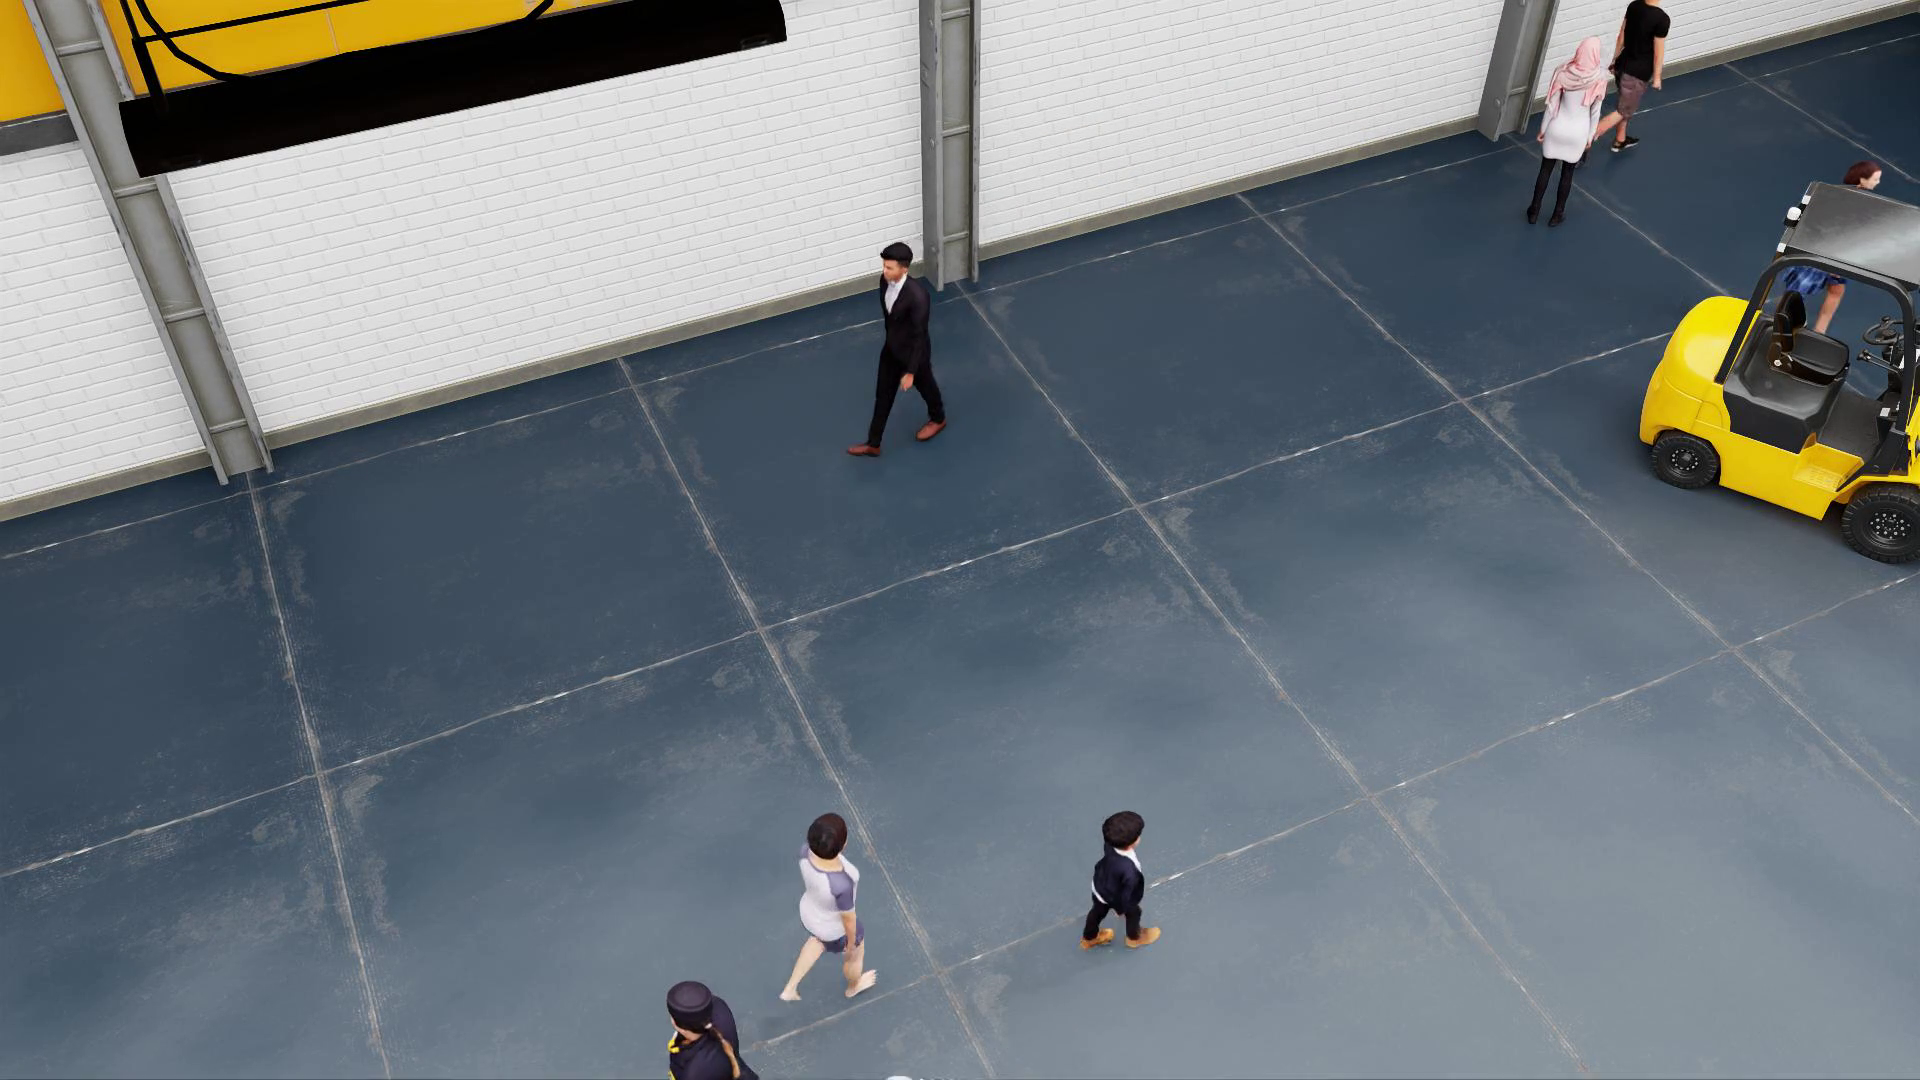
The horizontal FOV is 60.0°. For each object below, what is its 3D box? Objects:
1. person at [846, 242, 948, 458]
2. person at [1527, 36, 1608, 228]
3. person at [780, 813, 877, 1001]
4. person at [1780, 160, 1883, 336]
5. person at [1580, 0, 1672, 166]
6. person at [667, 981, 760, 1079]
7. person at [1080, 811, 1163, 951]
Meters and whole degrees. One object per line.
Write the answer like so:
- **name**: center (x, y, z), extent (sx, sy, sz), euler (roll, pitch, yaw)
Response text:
- **person**: center (-0.311, -1.435, 12.406), extent (1.228, 1.833, 0.910), euler (-30, 51, -28)
- **person**: center (5.368, -3.608, 14.707), extent (0.742, 1.804, 0.794), euler (16, 46, 16)
- **person**: center (-0.754, 2.049, 8.957), extent (0.877, 1.544, 0.718), euler (-32, 52, -29)
- **person**: center (6.838, -2.262, 13.308), extent (0.923, 1.786, 0.892), euler (24, 48, 23)
- **person**: center (6.196, -4.356, 15.469), extent (1.151, 1.837, 0.728), euler (-15, 46, -15)
- **person**: center (-1.105, 2.746, 8.171), extent (1.137, 1.620, 1.021), euler (5, 44, 6)
- **person**: center (0.819, 1.945, 9.310), extent (0.687, 1.208, 0.522), euler (-17, 46, -17)
